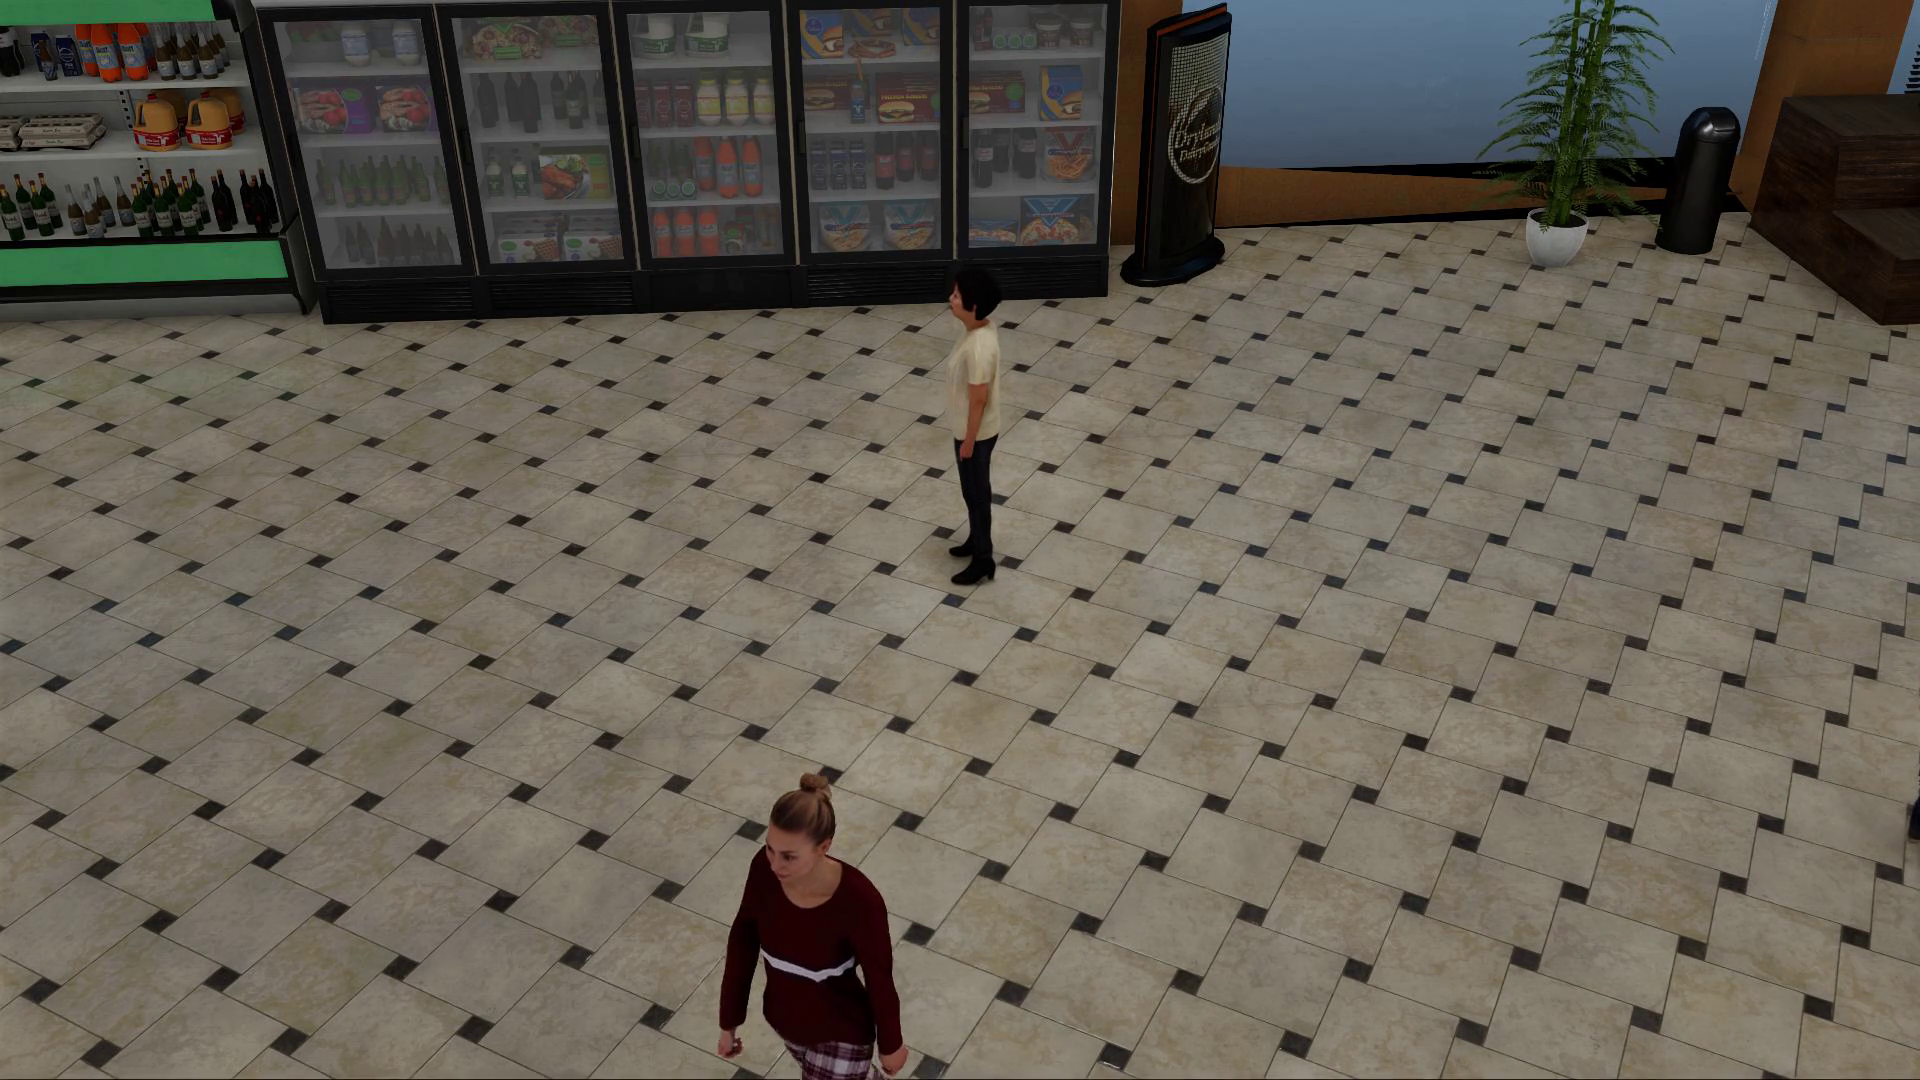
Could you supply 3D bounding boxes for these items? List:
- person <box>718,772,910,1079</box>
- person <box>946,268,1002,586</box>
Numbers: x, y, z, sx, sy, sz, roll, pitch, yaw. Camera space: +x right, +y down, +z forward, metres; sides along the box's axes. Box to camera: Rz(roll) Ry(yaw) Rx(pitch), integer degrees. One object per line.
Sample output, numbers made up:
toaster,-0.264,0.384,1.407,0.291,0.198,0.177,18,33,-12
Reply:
person,-0.359,1.336,4.774,1.139,1.649,1.118,18,36,26
person,0.074,-0.534,7.839,0.507,1.587,0.613,1,32,1
